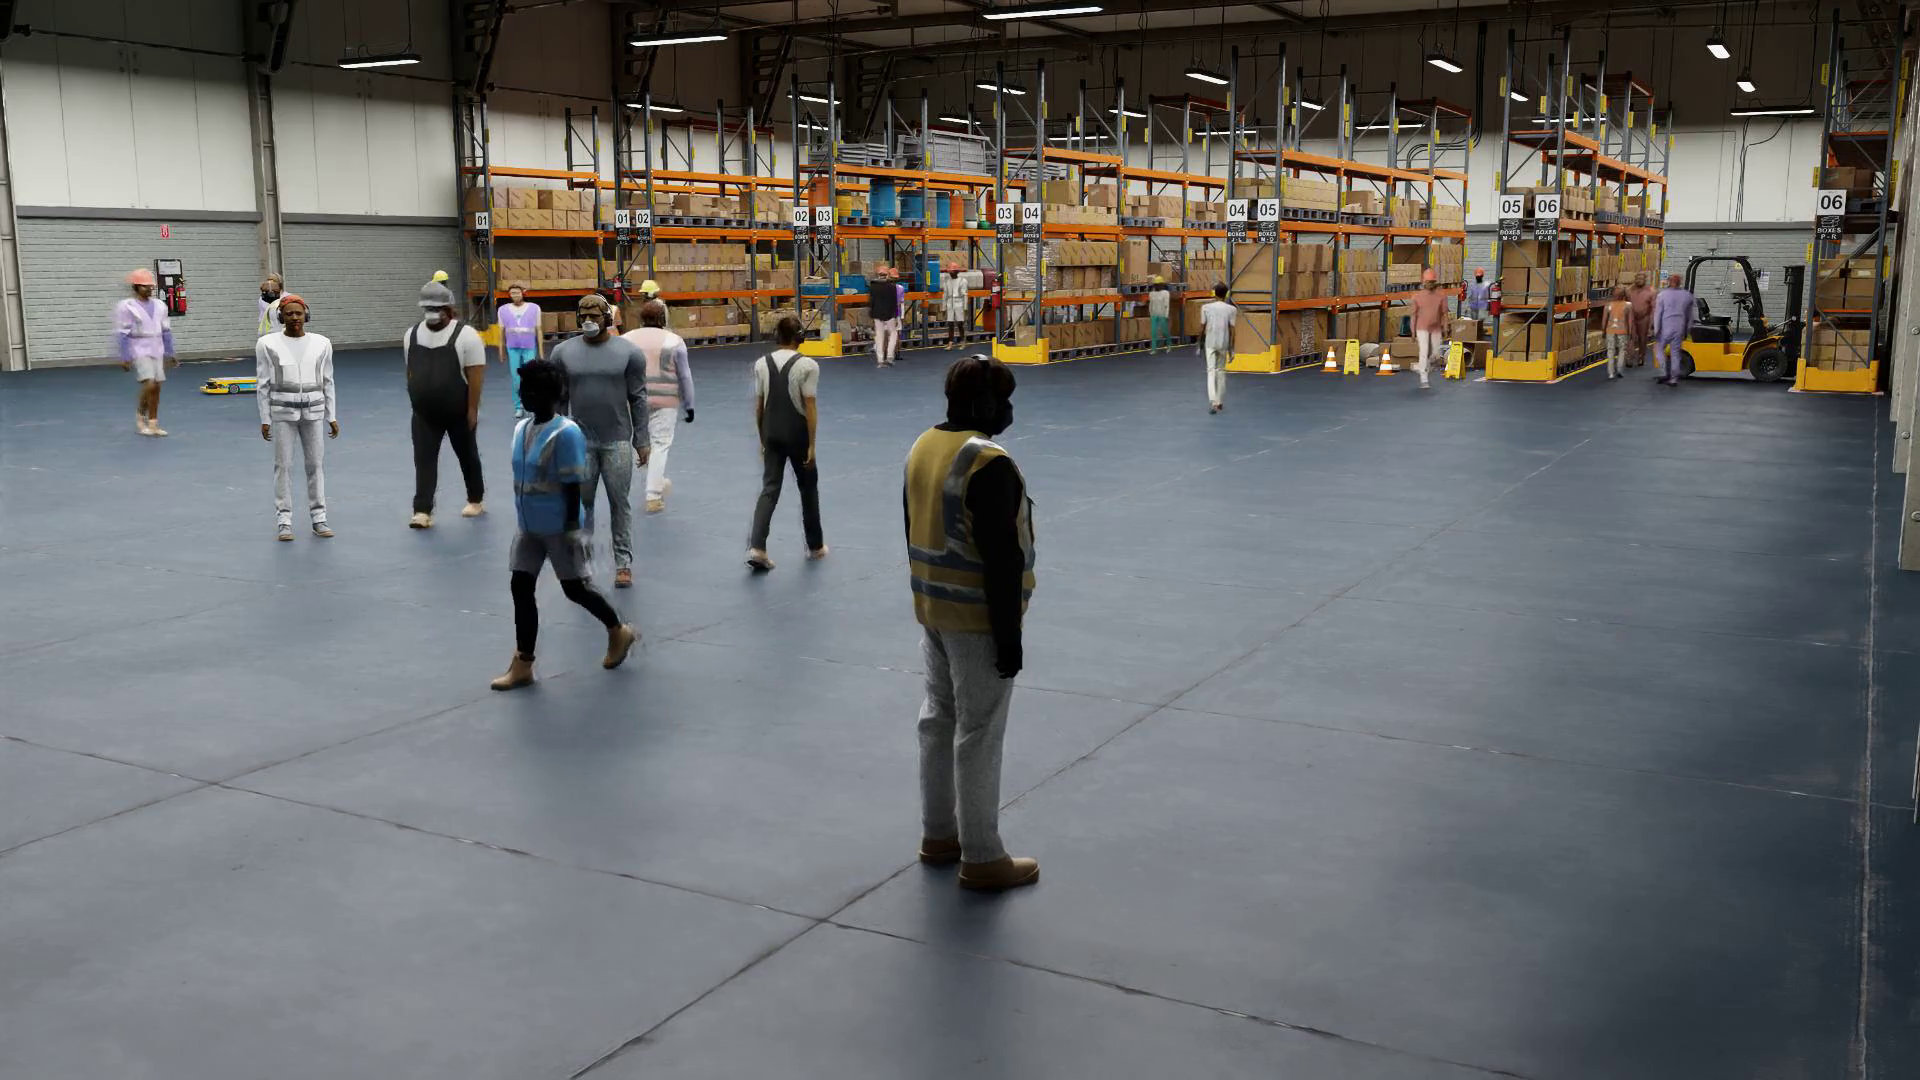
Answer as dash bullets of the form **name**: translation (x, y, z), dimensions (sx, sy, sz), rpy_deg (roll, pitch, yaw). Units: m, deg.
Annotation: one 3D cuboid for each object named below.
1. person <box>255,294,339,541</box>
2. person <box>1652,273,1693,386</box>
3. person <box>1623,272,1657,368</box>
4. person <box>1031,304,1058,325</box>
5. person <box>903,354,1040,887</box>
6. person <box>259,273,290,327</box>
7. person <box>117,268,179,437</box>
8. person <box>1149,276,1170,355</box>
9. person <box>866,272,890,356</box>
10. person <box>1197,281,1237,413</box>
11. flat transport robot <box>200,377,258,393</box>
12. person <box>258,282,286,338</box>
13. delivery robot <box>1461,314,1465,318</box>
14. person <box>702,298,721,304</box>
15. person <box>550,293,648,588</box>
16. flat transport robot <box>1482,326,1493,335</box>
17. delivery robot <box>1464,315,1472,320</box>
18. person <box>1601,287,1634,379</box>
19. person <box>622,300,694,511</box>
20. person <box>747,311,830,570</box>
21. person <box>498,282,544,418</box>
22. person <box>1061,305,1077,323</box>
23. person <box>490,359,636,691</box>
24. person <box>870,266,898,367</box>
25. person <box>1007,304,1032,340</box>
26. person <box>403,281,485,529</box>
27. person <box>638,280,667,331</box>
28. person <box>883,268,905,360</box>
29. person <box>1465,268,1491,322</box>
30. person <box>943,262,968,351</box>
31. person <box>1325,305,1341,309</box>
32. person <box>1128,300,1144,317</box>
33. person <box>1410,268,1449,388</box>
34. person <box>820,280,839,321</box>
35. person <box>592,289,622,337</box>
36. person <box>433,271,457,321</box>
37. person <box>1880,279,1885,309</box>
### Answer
- **person**: translation (-5.094, -0.941, 12.810), dimensions (0.573, 1.883, 0.355), rpy_deg (-6, 12, -33)
- **person**: translation (11.907, -3.514, 27.868), dimensions (0.682, 1.886, 0.496), rpy_deg (-1, 10, -3)
- **person**: translation (13.386, -4.341, 32.781), dimensions (0.656, 1.867, 0.969), rpy_deg (5, 11, 28)
- **person**: translation (1.906, -5.207, 37.654), dimensions (0.627, 1.931, 0.369), rpy_deg (0, 10, 0)
- **person**: translation (0.050, 0.276, 5.812), dimensions (0.429, 1.839, 0.634), rpy_deg (-5, 11, -28)
- **person**: translation (-9.704, -2.838, 23.764), dimensions (0.629, 1.937, 0.379), rpy_deg (2, 10, 10)
- **person**: translation (-9.700, -2.230, 19.945), dimensions (0.496, 2.028, 0.617), rpy_deg (4, 11, 24)
- **person**: translation (4.450, -4.994, 36.923), dimensions (0.523, 1.748, 0.691), rpy_deg (5, 11, 29)
- **person**: translation (-1.759, -4.929, 36.359), dimensions (0.554, 1.809, 0.985), rpy_deg (7, 12, 37)
- **person**: translation (3.585, -2.690, 23.208), dimensions (0.527, 1.838, 0.929), rpy_deg (1, 10, 6)
- **flat transport robot**: translation (-11.352, -2.500, 26.648), dimensions (1.431, 0.197, 0.652), rpy_deg (-6, 12, -33)
- **person**: translation (-9.223, -2.558, 22.432), dimensions (0.428, 1.836, 0.627), rpy_deg (-3, 10, -15)
- **delivery robot**: translation (13.950, -6.016, 46.129), dimensions (0.477, 0.478, 0.707), rpy_deg (-2, 10, -10)
- **person**: translation (-6.386, -5.972, 43.046), dimensions (0.520, 1.613, 0.565), rpy_deg (5, 11, 28)
- **person**: translation (-2.364, -0.645, 10.912), dimensions (0.635, 1.937, 0.355), rpy_deg (0, 10, -3)
- **flat transport robot**: translation (14.697, -5.757, 45.722), dimensions (0.652, 0.197, 1.431), rpy_deg (2, 10, 9)
- **delivery robot**: translation (13.857, -5.916, 45.547), dimensions (0.707, 0.478, 0.477), rpy_deg (-2, 10, -11)
- **person**: translation (11.680, -3.673, 29.543), dimensions (0.546, 1.615, 0.588), rpy_deg (5, 11, 26)
- **person**: translation (-2.633, -1.180, 14.481), dimensions (0.654, 1.786, 0.974), rpy_deg (2, 10, 10)
- **person**: translation (-1.224, -0.693, 11.635), dimensions (0.509, 1.806, 0.957), rpy_deg (4, 10, 20)
- **person**: translation (-5.918, -2.552, 22.399), dimensions (0.591, 1.826, 0.470), rpy_deg (-1, 10, -8)
- **person**: translation (2.899, -6.278, 44.096), dimensions (0.514, 1.872, 0.328), rpy_deg (6, 12, 33)
- **person**: translation (-2.047, -0.097, 8.496), dimensions (0.534, 1.667, 0.779), rpy_deg (8, 12, 39)
- **person**: translation (-1.473, -4.396, 32.762), dimensions (0.647, 1.974, 0.577), rpy_deg (4, 10, 22)
- **person**: translation (1.316, -4.953, 37.103), dimensions (0.547, 1.595, 0.763), rpy_deg (0, 10, -1)
- **person**: translation (-4.196, -1.147, 13.556), dimensions (0.680, 2.000, 1.047), rpy_deg (1, 10, 4)
- **person**: translation (-4.619, -2.988, 24.978), dimensions (0.438, 1.814, 0.631), rpy_deg (-1, 10, -3)
- **person**: translation (-1.408, -4.711, 34.769), dimensions (0.540, 1.930, 0.384), rpy_deg (-3, 10, -16)
- **person**: translation (12.572, -5.648, 40.384), dimensions (0.569, 1.884, 1.007), rpy_deg (6, 11, 30)
- **person**: translation (-0.120, -5.357, 38.198), dimensions (0.615, 2.039, 0.393), rpy_deg (5, 11, 28)
- **person**: translation (9.326, -5.683, 41.319), dimensions (0.508, 1.629, 0.317), rpy_deg (2, 10, 13)
- **person**: translation (5.154, -6.970, 48.517), dimensions (0.528, 1.746, 0.713), rpy_deg (2, 10, 10)
- **person**: translation (7.748, -3.498, 27.506), dimensions (0.630, 1.972, 0.510), rpy_deg (0, 10, 1)
- **person**: translation (-3.032, -5.300, 39.089), dimensions (0.511, 1.613, 0.561), rpy_deg (7, 12, 35)
- **person**: translation (-5.686, -3.190, 26.621), dimensions (0.539, 1.652, 0.622), rpy_deg (0, 10, -1)
- **person**: translation (-8.896, -3.687, 28.767), dimensions (0.384, 1.923, 0.590), rpy_deg (-3, 10, -17)
- **person**: translation (24.550, -6.408, 44.758), dimensions (0.385, 1.912, 0.592), rpy_deg (-8, 13, -40)
